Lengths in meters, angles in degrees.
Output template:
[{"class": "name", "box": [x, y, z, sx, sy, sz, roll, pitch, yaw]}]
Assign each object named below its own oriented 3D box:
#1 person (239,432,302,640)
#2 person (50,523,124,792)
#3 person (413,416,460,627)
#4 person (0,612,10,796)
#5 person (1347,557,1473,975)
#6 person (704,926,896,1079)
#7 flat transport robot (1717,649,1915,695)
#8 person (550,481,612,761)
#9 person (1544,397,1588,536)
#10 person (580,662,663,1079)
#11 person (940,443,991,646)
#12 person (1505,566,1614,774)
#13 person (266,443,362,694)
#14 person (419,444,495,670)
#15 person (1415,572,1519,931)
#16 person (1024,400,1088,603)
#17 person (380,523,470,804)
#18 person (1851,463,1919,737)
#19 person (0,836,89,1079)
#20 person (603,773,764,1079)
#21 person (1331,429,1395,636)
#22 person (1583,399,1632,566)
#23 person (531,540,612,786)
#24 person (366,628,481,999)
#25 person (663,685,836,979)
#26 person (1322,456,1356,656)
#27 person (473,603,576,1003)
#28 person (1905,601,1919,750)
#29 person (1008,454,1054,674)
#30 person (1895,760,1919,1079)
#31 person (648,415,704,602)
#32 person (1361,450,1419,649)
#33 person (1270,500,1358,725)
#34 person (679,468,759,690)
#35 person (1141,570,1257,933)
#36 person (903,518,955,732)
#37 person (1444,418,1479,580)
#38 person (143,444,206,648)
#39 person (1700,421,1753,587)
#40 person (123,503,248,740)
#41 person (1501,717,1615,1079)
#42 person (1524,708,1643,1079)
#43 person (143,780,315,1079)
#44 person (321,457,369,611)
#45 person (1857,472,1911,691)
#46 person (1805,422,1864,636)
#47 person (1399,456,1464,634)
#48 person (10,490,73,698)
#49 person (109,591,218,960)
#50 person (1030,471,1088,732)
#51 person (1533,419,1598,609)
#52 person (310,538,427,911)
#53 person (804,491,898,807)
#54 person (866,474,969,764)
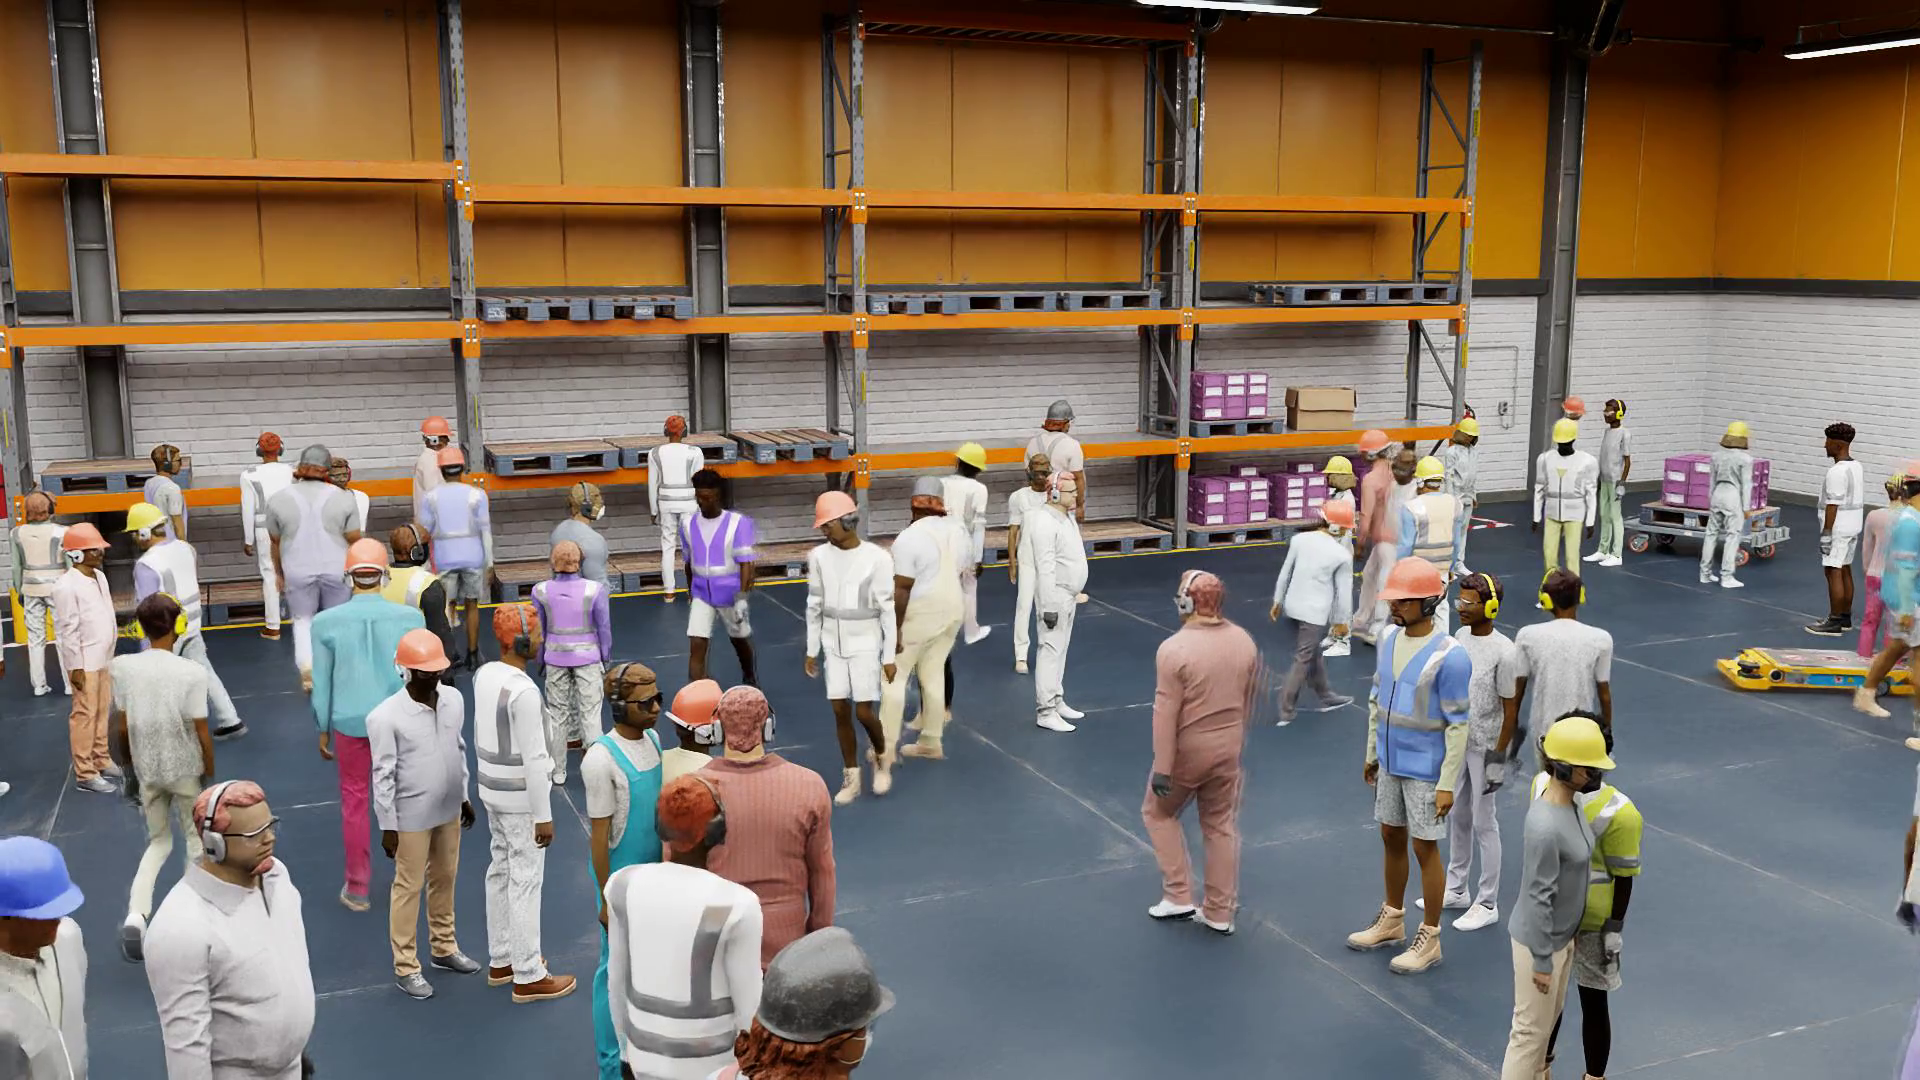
[{"class": "person", "box": [-6.198, -0.036, 15.081, 0.574, 1.881, 0.357, -7, 12, -36]}, {"class": "person", "box": [-5.669, 0.756, 10.872, 0.318, 1.756, 0.560, -1, 10, -4]}, {"class": "person", "box": [-4.887, -0.166, 15.545, 0.404, 1.986, 0.604, -3, 10, -16]}, {"class": "person", "box": [-6.383, 0.738, 10.514, 0.597, 1.916, 0.371, -4, 11, -22]}, {"class": "person", "box": [2.187, 1.090, 8.128, 0.373, 2.042, 0.614, -5, 11, -26]}, {"class": "person", "box": [-0.291, 1.843, 3.794, 0.682, 2.000, 0.537, 9, 13, 42]}, {"class": "flat transport robot", "box": [6.977, 1.051, 13.450, 1.431, 0.197, 0.652, 2, 10, 9]}, {"class": "person", "box": [-2.593, 0.556, 11.501, 0.354, 1.937, 0.635, -8, 13, -39]}, {"class": "person", "box": [7.502, -0.913, 20.557, 0.389, 1.730, 0.590, -1, 10, -3]}, {"class": "person", "box": [-1.346, 1.405, 6.877, 0.343, 1.847, 0.506, 3, 10, 17]}, {"class": "person", "box": [-0.045, 0.077, 14.517, 0.725, 1.840, 0.971, 5, 11, 26]}, {"class": "person", "box": [3.230, 1.051, 8.954, 0.555, 1.843, 0.468, 5, 11, 27]}, {"class": "person", "box": [-5.055, 0.230, 13.088, 0.700, 2.000, 0.694, -3, 10, -17]}, {"class": "person", "box": [-4.174, 0.165, 13.835, 0.585, 1.911, 0.563, -2, 10, -14]}, {"class": "person", "box": [2.660, 1.085, 8.653, 0.328, 1.872, 0.513, -4, 10, -20]}, {"class": "person", "box": [1.013, -0.390, 16.657, 0.672, 2.000, 0.536, 9, 13, 42]}, {"class": "person", "box": [-3.372, 0.805, 10.350, 0.622, 1.845, 0.429, 5, 11, 28]}, {"class": "person", "box": [7.013, 0.418, 12.193, 0.768, 1.982, 0.680, 6, 12, 33]}, {"class": "person", "box": [-2.644, 1.742, 4.729, 0.500, 1.917, 0.631, 1, 10, 7]}, {"class": "person", "box": [-0.871, 1.667, 5.315, 0.586, 1.873, 0.380, 5, 11, 26]}, {"class": "person", "box": [3.830, -0.016, 14.834, 1.016, 1.944, 0.613, 7, 12, 37]}, {"class": "person", "box": [7.283, -0.645, 18.624, 0.329, 1.872, 0.511, -2, 10, -10]}, {"class": "person", "box": [-2.540, 0.809, 10.912, 0.514, 1.639, 0.310, 0, 10, -1]}, {"class": "person", "box": [-2.522, 1.273, 7.905, 0.335, 1.749, 0.575, 5, 11, 27]}, {"class": "person", "box": [-0.798, 1.480, 6.291, 0.654, 1.900, 0.407, -2, 10, -14]}, {"class": "person", "box": [3.277, 0.135, 14.493, 0.294, 1.744, 0.487, 0, 10, -1]}, {"class": "person", "box": [-2.078, 1.221, 7.824, 0.337, 1.883, 0.584, -8, 13, -38]}, {"class": "person", "box": [6.946, 0.587, 11.647, 0.618, 1.836, 0.431, -5, 11, -25]}, {"class": "person", "box": [0.656, 0.197, 13.841, 0.518, 1.844, 0.332, -2, 10, -11]}, {"class": "person", "box": [3.979, 1.468, 6.622, 0.753, 1.819, 0.533, -2, 10, -9]}, {"class": "person", "box": [-2.817, -0.308, 16.643, 0.572, 1.883, 0.355, 0, 10, 1]}, {"class": "person", "box": [3.865, 0.092, 14.594, 0.909, 1.788, 0.533, -6, 12, -32]}, {"class": "person", "box": [2.680, 0.526, 12.395, 0.764, 1.689, 0.616, -5, 11, -27]}, {"class": "person", "box": [-1.810, 0.399, 12.507, 0.621, 1.918, 1.019, 3, 10, 15]}, {"class": "person", "box": [1.203, 1.086, 8.604, 0.680, 1.885, 0.570, -6, 12, -32]}, {"class": "person", "box": [-0.232, 0.562, 12.164, 0.322, 1.697, 0.530, 8, 12, 37]}, {"class": "person", "box": [5.397, -0.447, 17.875, 0.483, 1.735, 0.316, -7, 12, -35]}, {"class": "person", "box": [-6.882, 0.085, 14.484, 0.511, 1.844, 0.328, 7, 12, 36]}, {"class": "person", "box": [8.087, -0.379, 17.486, 0.341, 1.736, 0.488, -5, 11, -27]}, {"class": "person", "box": [-5.462, 0.625, 11.549, 0.492, 1.802, 0.739, 2, 10, 9]}, {"class": "person", "box": [2.297, 1.531, 6.404, 0.340, 1.760, 0.525, 6, 11, 31]}, {"class": "person", "box": [2.471, 1.507, 6.720, 0.319, 1.697, 0.532, -6, 11, -30]}, {"class": "person", "box": [-2.205, 1.669, 5.183, 0.399, 1.909, 0.642, 1, 10, 6]}, {"class": "person", "box": [-5.079, 0.232, 13.632, 0.377, 1.844, 0.569, 8, 13, 38]}, {"class": "person", "box": [7.486, 0.326, 13.351, 0.328, 1.759, 0.524, -3, 10, -18]}, {"class": "person", "box": [8.049, -0.098, 15.258, 0.385, 1.949, 0.602, 9, 14, 43]}, {"class": "person", "box": [3.846, 0.221, 13.741, 0.586, 1.833, 0.403, -4, 11, -23]}, {"class": "person", "box": [-7.181, 0.427, 13.096, 0.515, 1.643, 0.315, 0, 10, -1]}, {"class": "person", "box": [-3.926, 1.177, 8.200, 0.531, 1.847, 0.608, 0, 10, 0]}, {"class": "person", "box": [0.739, 0.439, 12.271, 0.409, 1.909, 0.641, 3, 10, 15]}, {"class": "person", "box": [5.862, -0.234, 16.168, 0.594, 1.904, 0.442, 8, 12, 37]}, {"class": "person", "box": [-3.173, 0.982, 9.008, 0.609, 1.970, 0.596, -4, 11, -22]}, {"class": "person", "box": [-0.675, 0.687, 10.572, 0.653, 2.007, 0.460, 5, 11, 27]}, {"class": "person", "box": [-0.280, 0.515, 11.446, 0.585, 2.000, 0.721, 9, 13, 41]}]
